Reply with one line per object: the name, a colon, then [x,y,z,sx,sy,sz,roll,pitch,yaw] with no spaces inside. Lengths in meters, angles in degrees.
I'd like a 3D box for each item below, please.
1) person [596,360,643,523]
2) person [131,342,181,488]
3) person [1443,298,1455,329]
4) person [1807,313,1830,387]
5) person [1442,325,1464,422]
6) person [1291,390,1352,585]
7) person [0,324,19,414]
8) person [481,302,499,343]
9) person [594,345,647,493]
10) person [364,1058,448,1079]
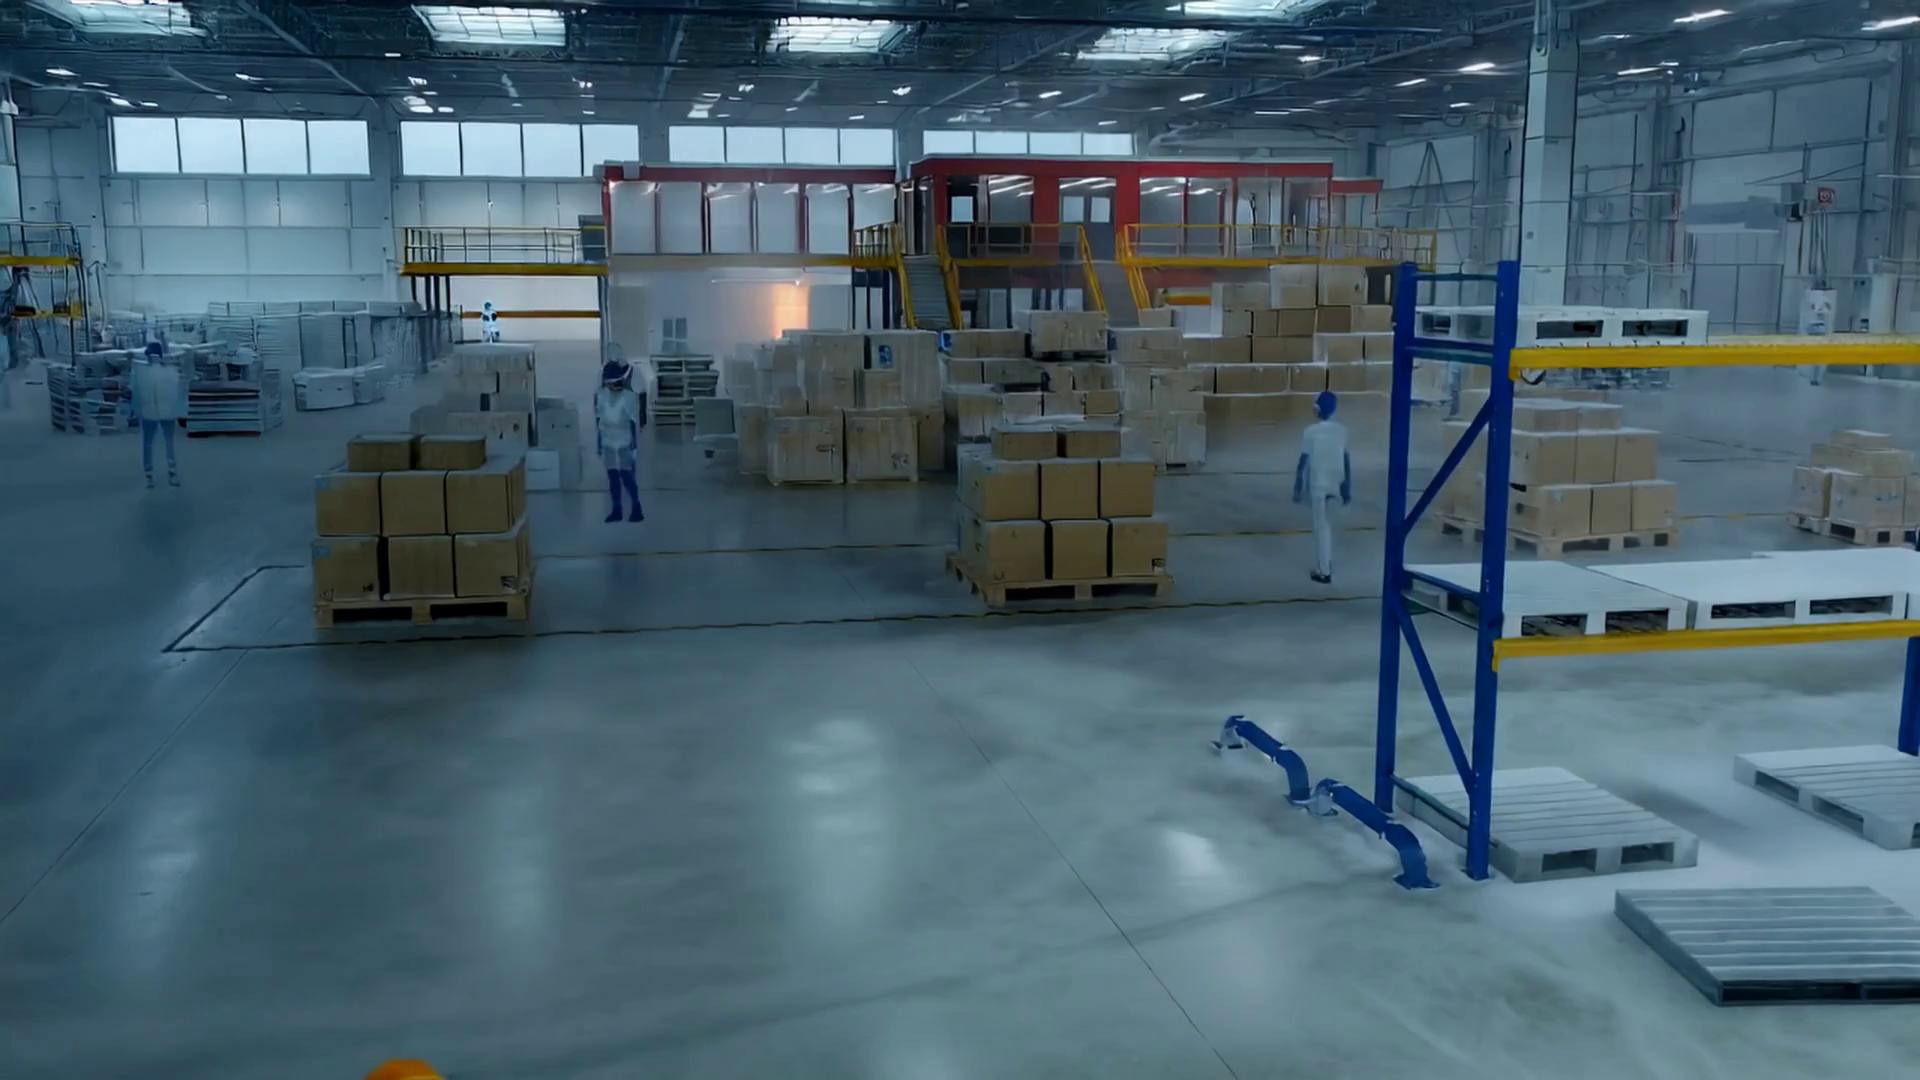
person: [-4.028,-1.146,19.537,0.558,1.927,0.381,4,10,22]
person: [-10.992,-1.716,22.777,0.611,1.994,0.385,-7,12,-38]
person: [17.332,-7.547,58.456,0.659,1.949,0.746,5,11,28]
person: [21.757,-4.835,42.203,0.601,1.873,0.942,-1,9,-5]
person: [9.617,-3.257,32.364,0.373,1.933,0.627,4,10,21]
person: [3.430,-0.507,15.884,0.521,1.846,0.662,-3,10,-19]
person: [-19.804,-3.600,34.243,0.628,1.993,0.985,-1,9,-6]
person: [-15.383,-6.862,54.486,0.574,1.881,0.358,-6,11,-34]
person: [-4.583,-1.676,22.391,0.677,2.000,1.071,1,9,7]
person: [-0.781,1.674,2.492,0.519,1.874,0.331,-7,11,-35]
